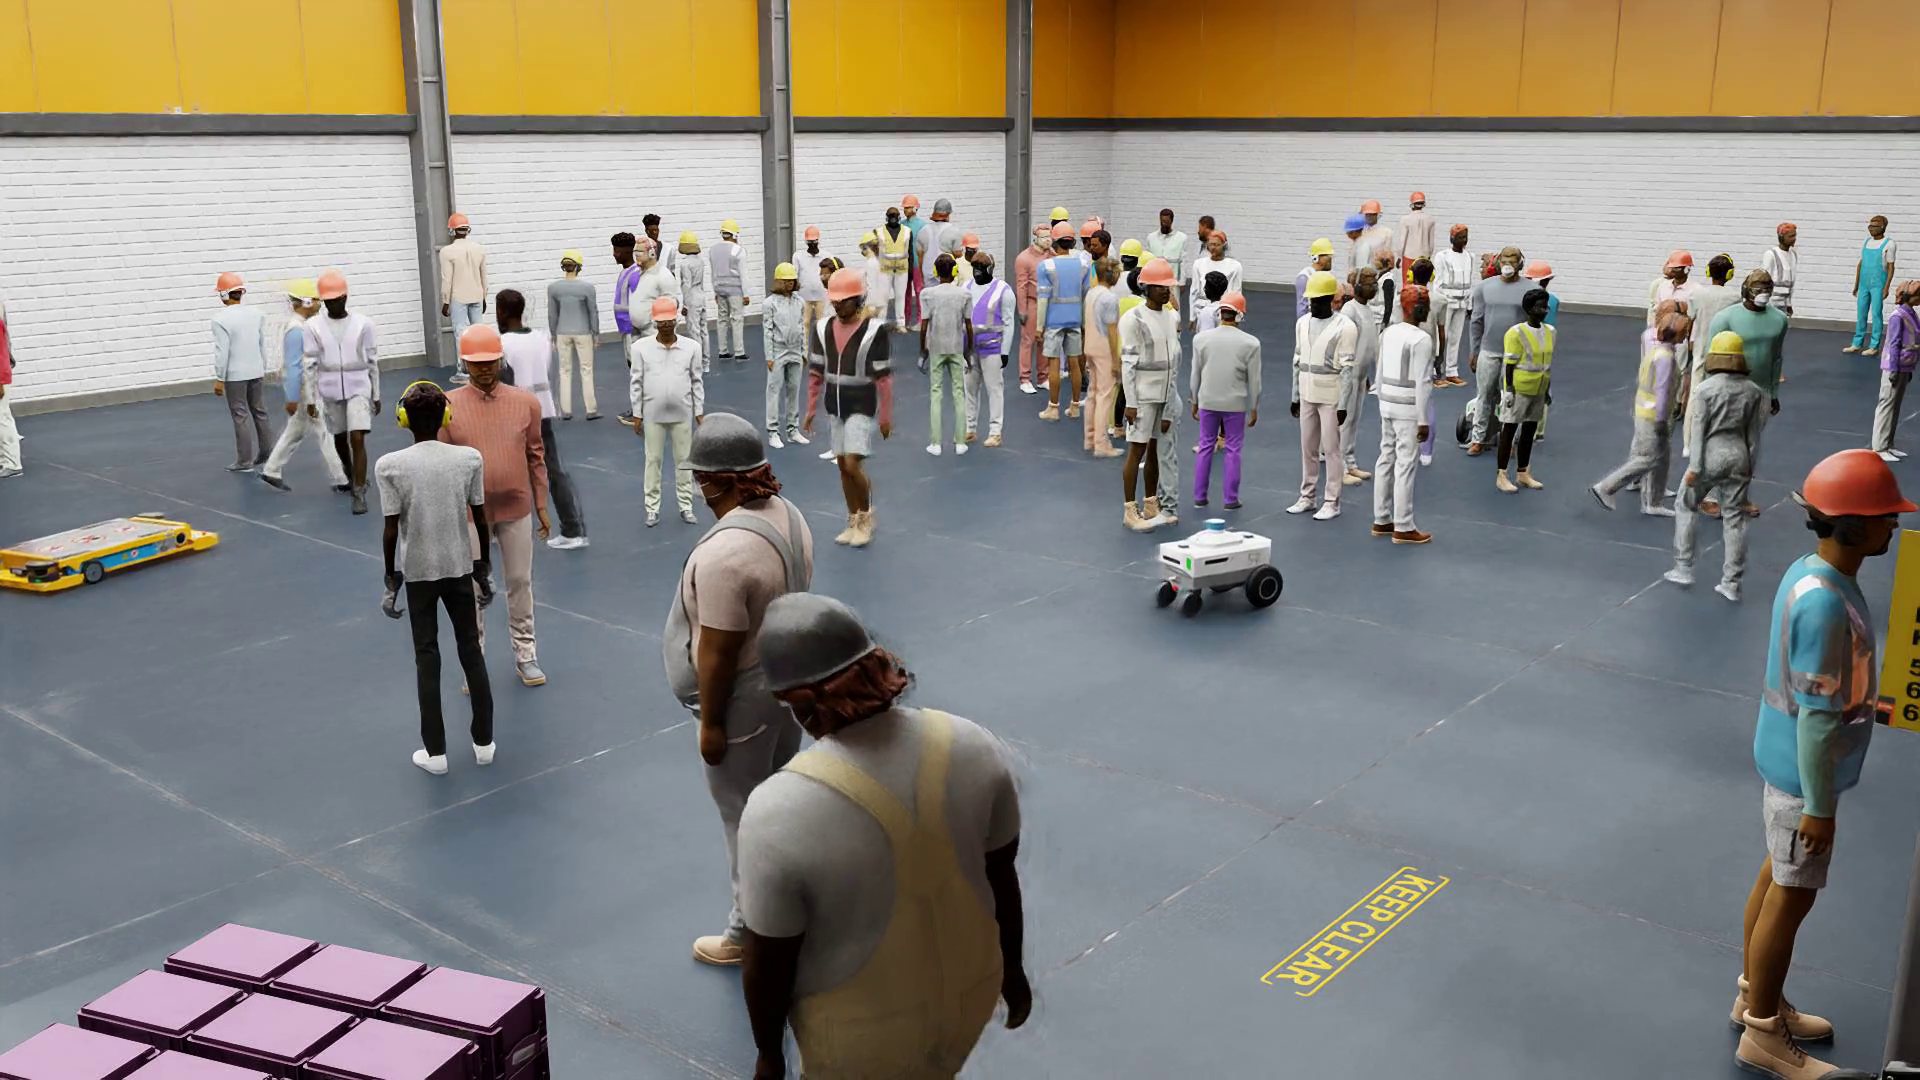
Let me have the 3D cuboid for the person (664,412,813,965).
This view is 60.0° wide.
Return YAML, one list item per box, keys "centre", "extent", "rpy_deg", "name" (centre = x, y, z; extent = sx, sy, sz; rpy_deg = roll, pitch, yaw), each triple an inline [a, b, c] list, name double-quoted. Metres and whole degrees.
- centre: [-0.812, 0.525, 6.076]
  extent: [0.535, 2.000, 0.682]
  rpy_deg: [5, 15, 18]
  name: "person"

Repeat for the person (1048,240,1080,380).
- centre: [1.279, -2.826, 19.894]
  extent: [0.506, 1.837, 0.357]
  rpy_deg: [-9, 17, -32]
  name: "person"

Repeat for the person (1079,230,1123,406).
- centre: [1.526, -2.359, 17.851]
  extent: [0.379, 1.915, 0.596]
  rpy_deg: [-8, 16, -29]
  name: "person"

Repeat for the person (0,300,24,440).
- centre: [-9.311, -1.739, 15.931]
  extent: [0.306, 1.642, 0.523]
  rpy_deg: [6, 15, 23]
  name: "person"

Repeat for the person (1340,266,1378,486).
- centre: [3.367, -1.397, 14.151]
  extent: [0.351, 1.846, 0.506]
  rpy_deg: [9, 17, 32]
  name: "person"

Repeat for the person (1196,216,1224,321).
- centre: [3.227, -3.168, 21.192]
  extent: [0.355, 1.881, 0.737]
  rpy_deg: [-3, 14, -11]
  name: "person"

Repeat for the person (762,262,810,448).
- centre: [-1.642, -1.754, 15.786]
  extent: [0.484, 1.744, 0.296]
  rpy_deg: [-13, 19, -41]
  name: "person"

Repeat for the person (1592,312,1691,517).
- centre: [5.313, -0.963, 12.877]
  extent: [0.570, 1.613, 0.551]
  rpy_deg: [5, 15, 21]
  name: "person"

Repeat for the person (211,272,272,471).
- centre: [-6.358, -1.482, 14.676]
  extent: [0.327, 1.752, 0.562]
  rpy_deg: [6, 15, 21]
  name: "person"

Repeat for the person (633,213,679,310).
- centre: [-3.712, -2.978, 20.225]
  extent: [0.613, 1.963, 0.361]
  rpy_deg: [-8, 16, -30]
  name: "person"

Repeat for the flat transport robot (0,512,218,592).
- centre: [-5.947, 0.065, 11.498]
  extent: [0.652, 0.197, 1.431]
  rpy_deg: [6, 15, 23]
  name: "flat transport robot"

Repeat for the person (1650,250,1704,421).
- centre: [7.376, -2.112, 17.194]
  extent: [0.329, 1.751, 0.572]
  rpy_deg: [-9, 17, -31]
  name: "person"

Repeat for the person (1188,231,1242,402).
- centre: [2.782, -2.434, 18.222]
  extent: [0.573, 1.883, 0.353]
  rpy_deg: [6, 15, 23]
  name: "person"

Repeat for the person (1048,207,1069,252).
- centre: [1.355, -3.523, 22.479]
  extent: [0.370, 1.929, 0.585]
  rpy_deg: [4, 15, 15]
  name: "person"

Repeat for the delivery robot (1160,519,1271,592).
- centre: [1.620, 0.109, 10.560]
  extent: [0.707, 0.478, 0.477]
  rpy_deg: [-8, 16, -29]
  name: "delivery robot"

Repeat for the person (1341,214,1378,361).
- centre: [5.143, -3.232, 21.401]
  extent: [0.762, 1.884, 0.634]
  rpy_deg: [0, 14, 2]
  name: "person"

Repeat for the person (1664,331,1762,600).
- centre: [4.937, -0.493, 10.822]
  extent: [0.495, 1.704, 0.653]
  rpy_deg: [-2, 14, -8]
  name: "person"

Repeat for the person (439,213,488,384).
- centre: [-5.852, -2.847, 19.644]
  extent: [0.382, 1.995, 0.612]
  rpy_deg: [11, 18, 38]
  name: "person"

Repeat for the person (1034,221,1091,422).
- centre: [1.044, -2.240, 17.120]
  extent: [0.614, 2.043, 0.374]
  rpy_deg: [-6, 15, -24]
  name: "person"

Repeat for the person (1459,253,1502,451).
- centre: [4.968, -1.755, 15.583]
  extent: [0.390, 1.846, 0.565]
  rpy_deg: [9, 16, 31]
  name: "person"

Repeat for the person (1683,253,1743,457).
- centre: [6.861, -1.668, 15.183]
  extent: [0.517, 1.874, 0.328]
  rpy_deg: [11, 18, 39]
  name: "person"

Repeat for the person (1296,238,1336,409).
- centre: [3.817, -2.299, 17.772]
  extent: [0.600, 1.834, 0.404]
  rpy_deg: [-13, 19, -43]
  name: "person"

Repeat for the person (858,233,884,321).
- centre: [-1.103, -2.833, 20.117]
  extent: [0.365, 1.741, 0.594]
  rpy_deg: [1, 14, 2]
  name: "person"

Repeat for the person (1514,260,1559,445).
- centre: [5.469, -1.783, 15.879]
  extent: [0.327, 1.753, 0.562]
  rpy_deg: [11, 18, 38]
  name: "person"

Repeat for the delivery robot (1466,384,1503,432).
- centre: [5.157, -1.278, 16.103]
  extent: [0.477, 0.478, 0.707]
  rpy_deg: [9, 16, 31]
  name: "delivery robot"

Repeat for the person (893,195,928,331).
- centre: [-0.721, -4.106, 24.673]
  extent: [0.610, 1.996, 0.379]
  rpy_deg: [12, 18, 39]
  name: "person"

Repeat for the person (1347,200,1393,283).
- centre: [5.649, -3.690, 23.012]
  extent: [0.612, 1.995, 0.376]
  rpy_deg: [7, 15, 24]
  name: "person"

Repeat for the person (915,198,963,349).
- centre: [-0.226, -3.615, 22.618]
  extent: [0.678, 2.000, 0.536]
  rpy_deg: [8, 16, 29]
  name: "person"

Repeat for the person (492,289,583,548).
- centre: [-3.152, -0.864, 11.975]
  extent: [0.994, 1.867, 0.606]
  rpy_deg: [7, 16, 26]
  name: "person"

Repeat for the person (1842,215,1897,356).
- centre: [12.065, -3.360, 21.995]
  extent: [0.327, 1.843, 0.516]
  rpy_deg: [-6, 15, -22]
  name: "person"

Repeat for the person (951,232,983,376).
- centre: [0.125, -2.818, 20.014]
  extent: [0.574, 1.749, 0.333]
  rpy_deg: [-9, 17, -33]
  name: "person"

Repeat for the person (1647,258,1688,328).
- centre: [7.810, -2.332, 18.342]
  extent: [0.504, 1.628, 0.278]
  rpy_deg: [-2, 14, -8]
  name: "person"

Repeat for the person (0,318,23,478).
- centre: [-8.426, -1.394, 14.408]
  extent: [0.574, 1.715, 0.355]
  rpy_deg: [13, 19, 42]
  name: "person"

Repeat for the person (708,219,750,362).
- centre: [-2.952, -3.212, 21.451]
  extent: [0.593, 1.826, 0.403]
  rpy_deg: [9, 17, 32]
  name: "person"

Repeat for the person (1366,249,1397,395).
- centre: [4.782, -2.463, 18.829]
  extent: [0.309, 1.639, 0.522]
  rpy_deg: [1, 14, 5]
  name: "person"

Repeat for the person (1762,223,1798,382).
- centre: [9.663, -2.799, 19.679]
  extent: [0.575, 1.882, 0.360]
  rpy_deg: [-9, 17, -32]
  name: "person"

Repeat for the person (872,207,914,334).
- centre: [-0.973, -3.928, 24.276]
  extent: [0.624, 1.845, 0.430]
  rpy_deg: [-3, 14, -11]
  name: "person"

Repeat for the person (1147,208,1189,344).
- centre: [2.804, -3.535, 22.575]
  extent: [0.588, 1.909, 0.396]
  rpy_deg: [7, 16, 26]
  name: "person"
